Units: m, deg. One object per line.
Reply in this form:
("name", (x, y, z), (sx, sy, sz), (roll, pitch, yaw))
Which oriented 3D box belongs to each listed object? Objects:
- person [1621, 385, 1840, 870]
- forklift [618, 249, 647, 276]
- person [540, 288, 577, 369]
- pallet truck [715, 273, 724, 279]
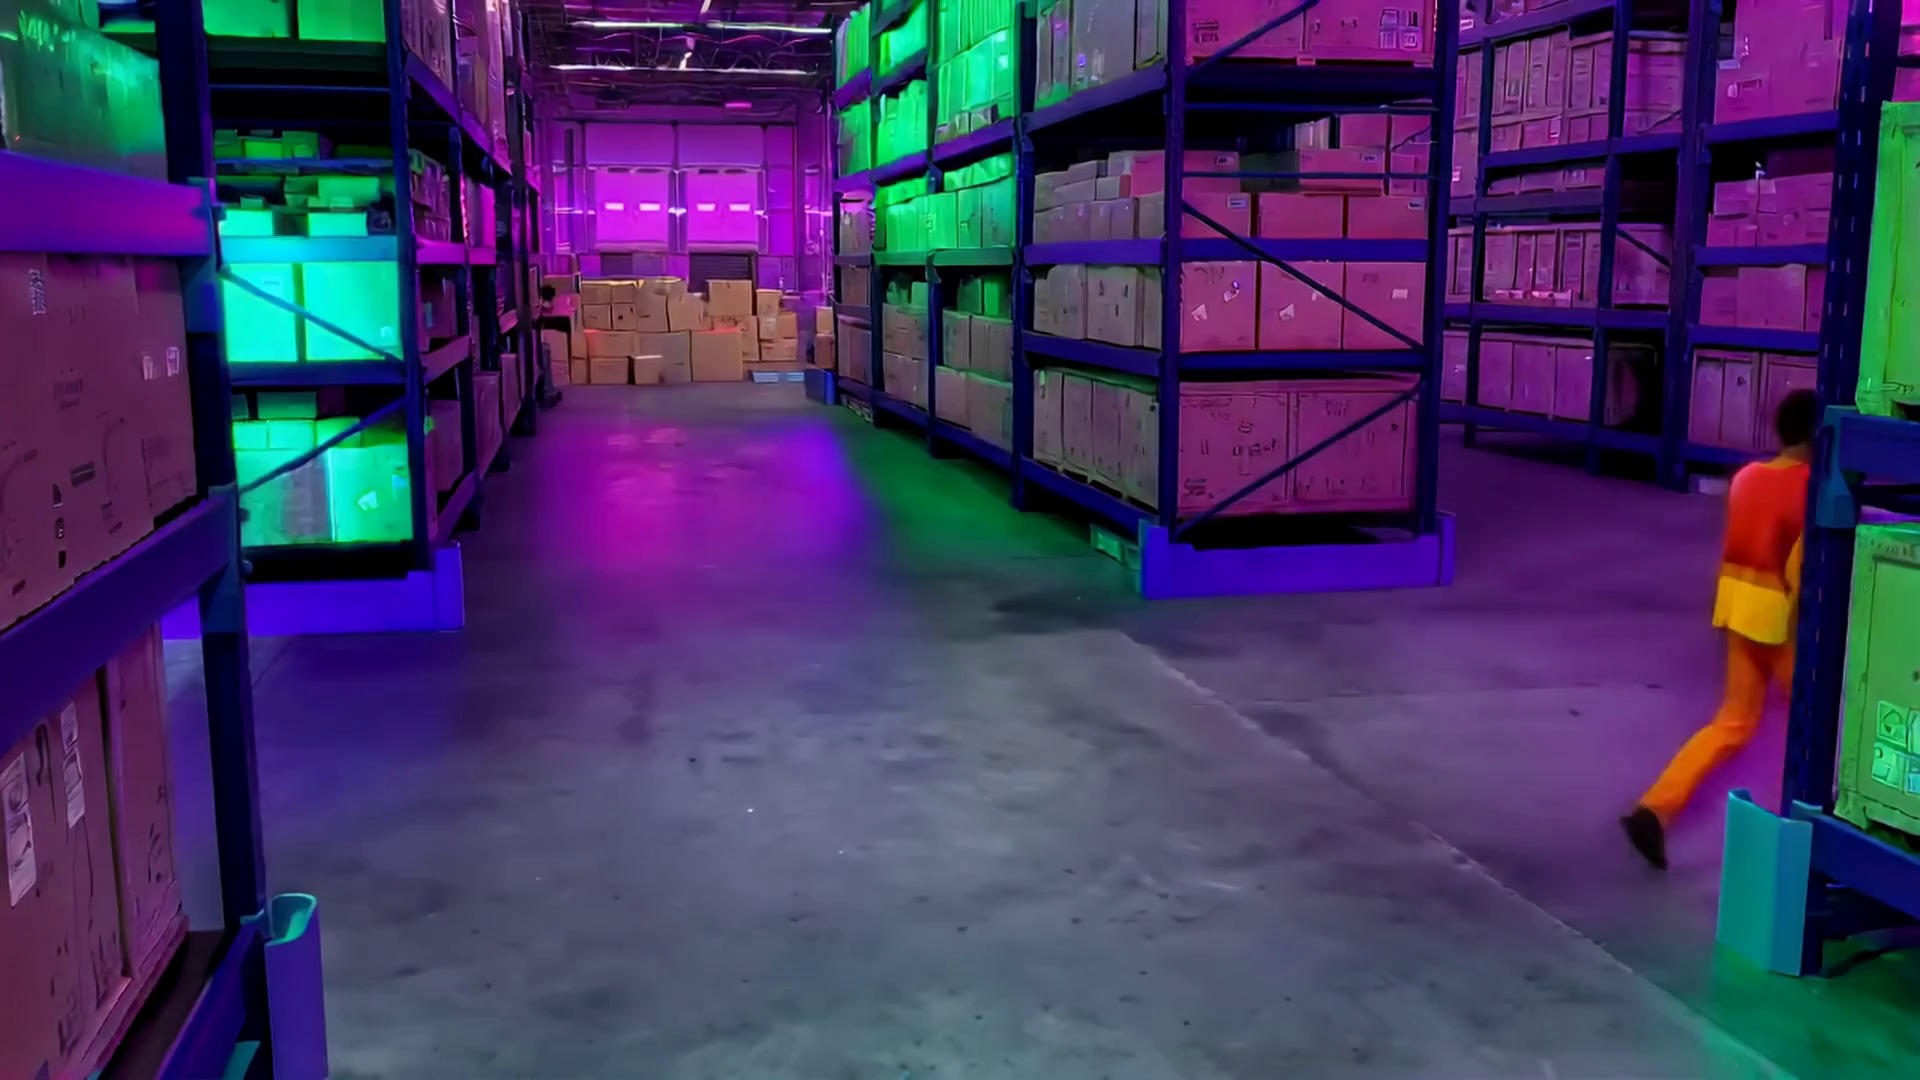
("person", (2.875, 0.345, 5.981), (0.864, 1.817, 0.579), (-2, 10, -12))
("forklift", (-11.221, -8.596, 57.218), (1.129, 2.768, 1.873), (-6, 11, -31))
("person", (-8.740, -4.489, 35.529), (0.970, 1.781, 0.630), (-6, 11, -32))
("pallet truck", (-8.580, -8.986, 62.280), (1.885, 1.965, 0.823), (1, 9, 5))
